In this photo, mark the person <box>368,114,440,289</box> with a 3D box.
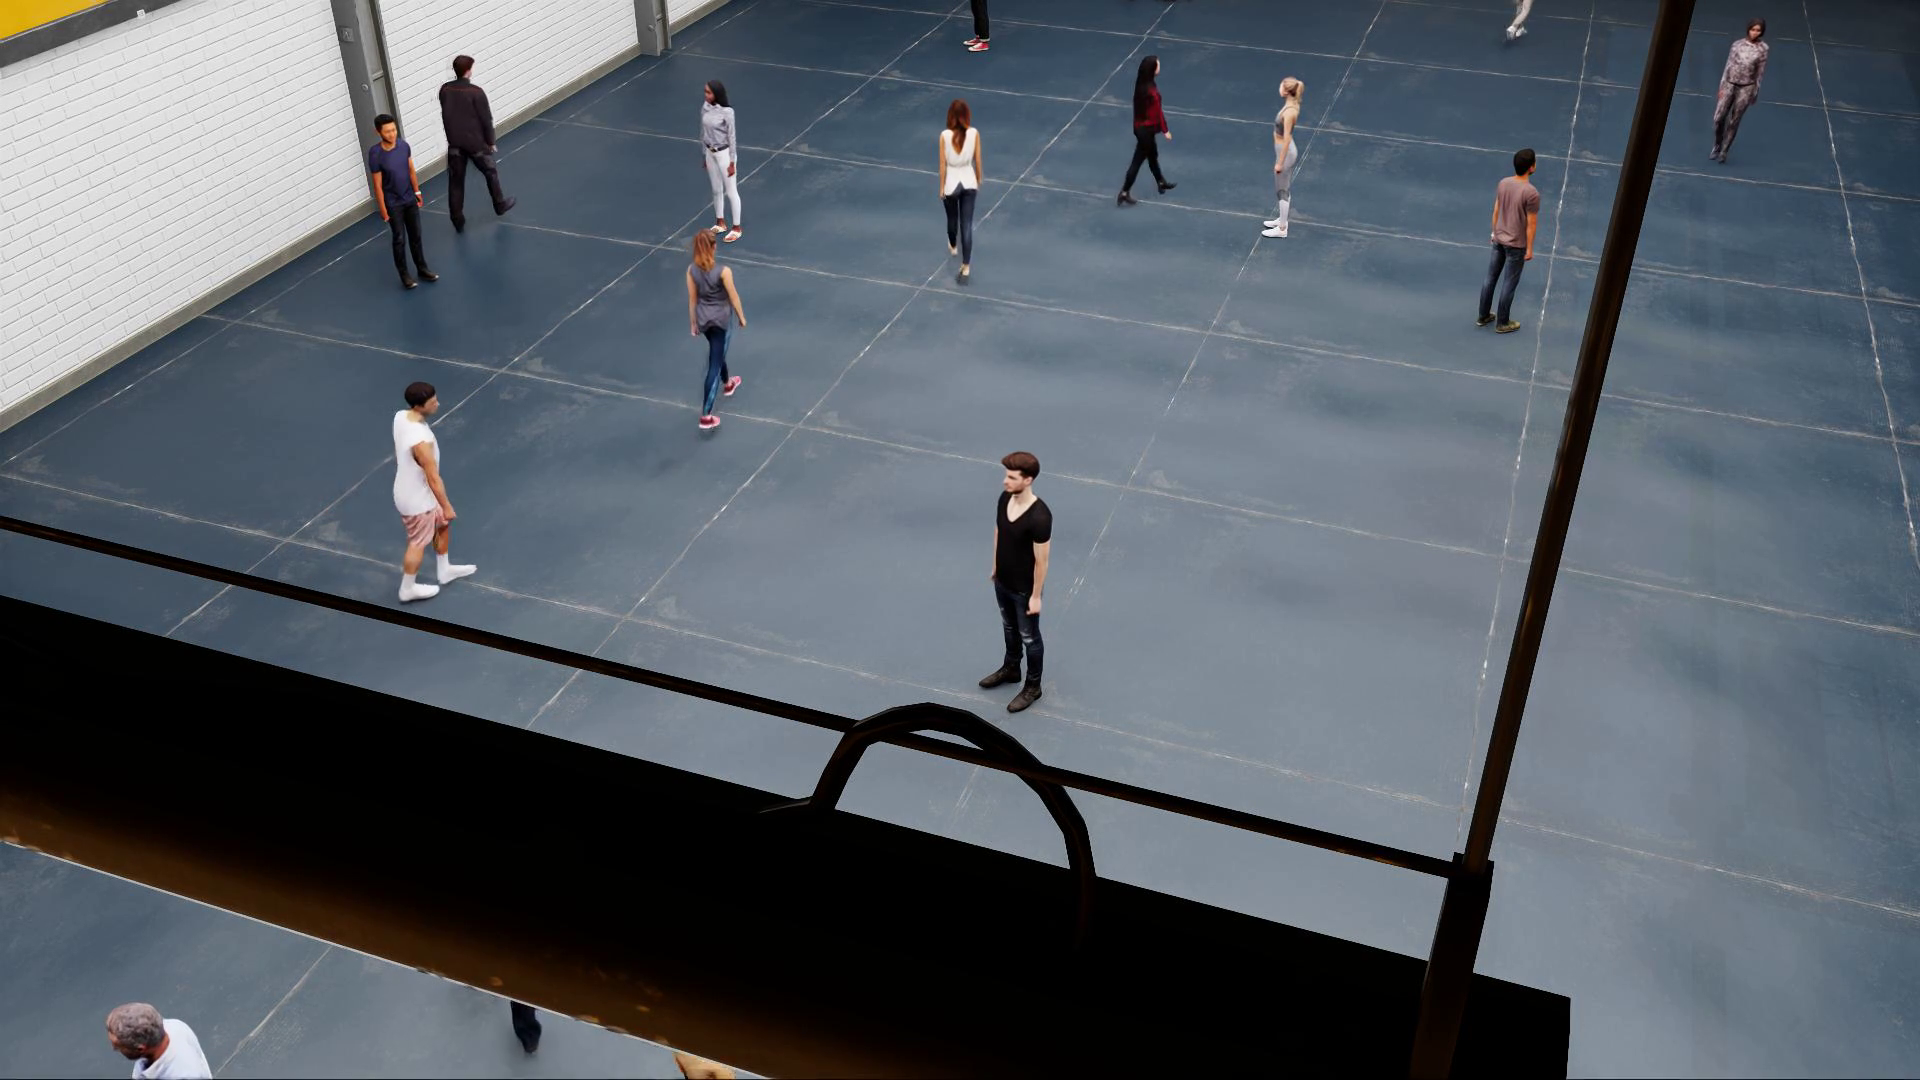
[{"bbox_3d":[-5.553,-3.369,16.442,0.754,1.785,0.583,22,39,29],"label":"person"}]

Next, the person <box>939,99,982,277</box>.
[{"bbox_3d":[0.023,-3.479,16.649,0.945,1.738,1.194,-5,34,-7],"label":"person"}]

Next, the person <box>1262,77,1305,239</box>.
[{"bbox_3d":[3.425,-4.035,17.514,0.621,1.706,0.450,9,35,13],"label":"person"}]

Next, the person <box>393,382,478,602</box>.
[{"bbox_3d":[-3.952,-0.314,11.890,0.971,1.736,0.908,-20,39,-28],"label":"person"}]

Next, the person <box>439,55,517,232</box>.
[{"bbox_3d":[-5.253,-4.172,17.641,0.858,1.794,1.032,-1,34,-2],"label":"person"}]

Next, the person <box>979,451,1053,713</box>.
[{"bbox_3d":[0.400,0.249,10.897,0.780,1.897,0.760,-21,39,-29],"label":"person"}]

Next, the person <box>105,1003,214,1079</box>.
[{"bbox_3d":[-3.365,2.657,7.342,0.791,1.822,0.769,-20,39,-27],"label":"person"}]

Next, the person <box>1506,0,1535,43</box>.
[{"bbox_3d":[7.901,-7.699,23.304,0.961,1.400,0.763,-29,43,-36],"label":"person"}]

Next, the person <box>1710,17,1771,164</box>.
[{"bbox_3d":[9.058,-5.236,19.326,0.641,1.701,0.665,18,38,25],"label":"person"}]

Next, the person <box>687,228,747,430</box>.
[{"bbox_3d":[-2.107,-1.757,14.115,0.565,1.675,1.169,12,35,17],"label":"person"}]

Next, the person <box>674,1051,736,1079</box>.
[{"bbox_3d":[-1.171,2.650,7.511,0.710,1.647,0.755,27,42,35],"label":"person"}]

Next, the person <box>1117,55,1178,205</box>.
[{"bbox_3d":[1.962,-4.439,18.195,1.007,1.626,1.004,-10,35,-15],"label":"person"}]

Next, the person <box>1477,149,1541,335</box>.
[{"bbox_3d":[5.159,-2.810,15.606,0.732,1.779,0.710,-21,39,-28],"label":"person"}]

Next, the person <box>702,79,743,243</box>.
[{"bbox_3d":[-2.503,-3.999,17.445,0.656,1.722,0.632,25,41,32],"label":"person"}]

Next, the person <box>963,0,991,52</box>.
[{"bbox_3d":[0.266,-7.677,22.944,0.853,1.761,0.746,-8,34,-12],"label":"person"}]
